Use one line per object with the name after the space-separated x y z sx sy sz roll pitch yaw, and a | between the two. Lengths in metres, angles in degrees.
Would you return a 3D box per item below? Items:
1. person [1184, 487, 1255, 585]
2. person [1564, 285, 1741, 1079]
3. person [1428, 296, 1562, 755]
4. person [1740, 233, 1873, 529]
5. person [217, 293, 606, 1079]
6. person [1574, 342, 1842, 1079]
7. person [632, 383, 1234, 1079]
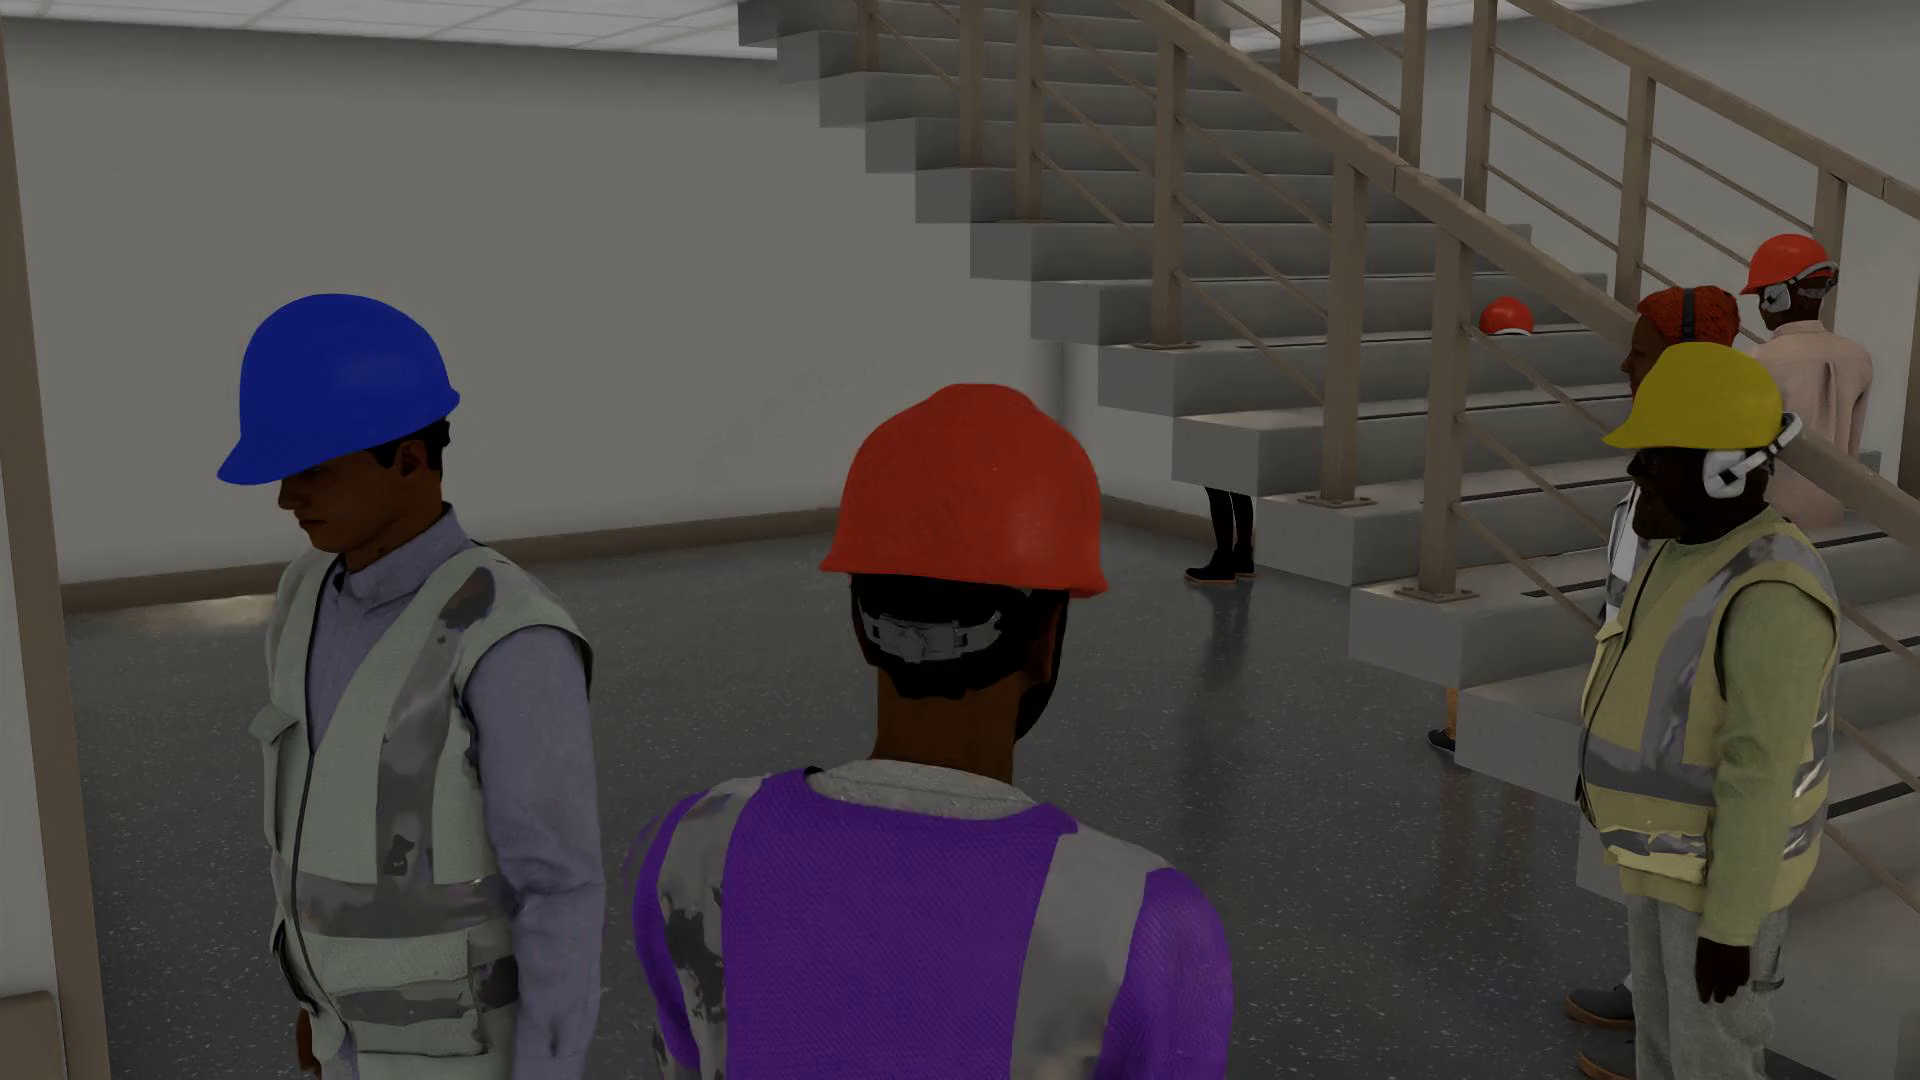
1.453 -0.720 9.389 0.415 1.948 0.606 8 13 35 | person
1.672 0.351 3.910 0.337 1.882 0.584 3 11 16 | person
2.028 -0.043 6.325 0.573 1.749 0.338 -1 11 -6 | person
2.806 -0.044 5.719 0.608 1.987 0.388 -5 12 -25 | person
-0.721 0.645 2.229 0.605 1.937 0.415 9 14 39 | person
1.314 0.561 2.991 0.404 1.823 0.589 1 11 6 | person
-0.029 0.803 1.542 0.578 1.872 0.992 4 11 20 | person
